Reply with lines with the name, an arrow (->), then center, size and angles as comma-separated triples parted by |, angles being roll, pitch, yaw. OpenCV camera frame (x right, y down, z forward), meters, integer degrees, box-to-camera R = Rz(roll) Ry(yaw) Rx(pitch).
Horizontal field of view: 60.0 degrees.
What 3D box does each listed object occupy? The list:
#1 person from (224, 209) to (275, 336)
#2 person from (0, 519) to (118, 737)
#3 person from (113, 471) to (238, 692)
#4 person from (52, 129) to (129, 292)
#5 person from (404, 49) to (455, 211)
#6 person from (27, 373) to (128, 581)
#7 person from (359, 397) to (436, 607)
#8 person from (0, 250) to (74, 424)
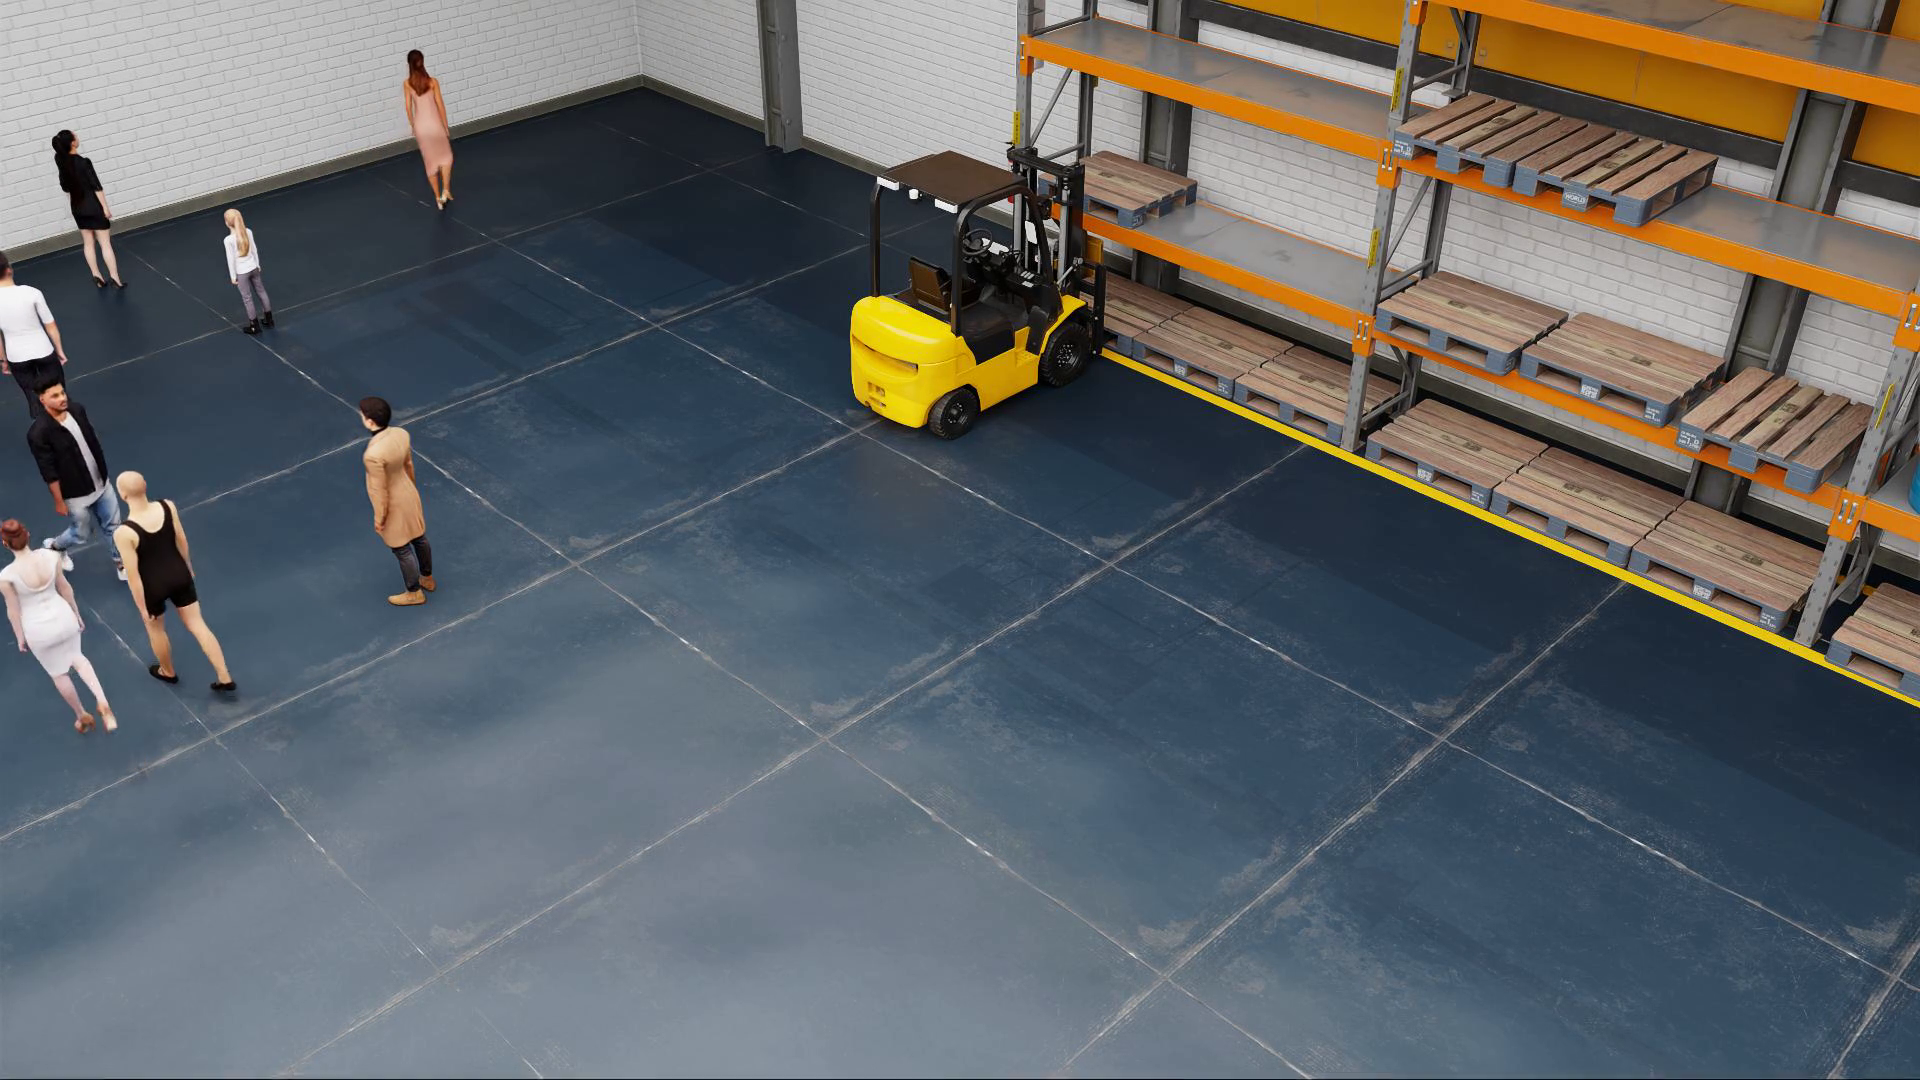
person -> -6.987, -2.640, 16.294 | 0.556, 1.279, 0.535 | 18, 38, 26
person -> -5.910, 0.641, 10.901 | 0.789, 1.784, 0.622 | 23, 40, 31
person -> -5.382, 0.323, 11.375 | 1.084, 1.790, 0.833 | 19, 38, 26
person -> -8.927, -3.377, 17.026 | 0.630, 1.696, 0.739 | 8, 34, 12
person -> -5.990, -4.580, 18.718 | 0.718, 1.826, 0.774 | -1, 34, -1
person -> -6.708, -0.450, 12.539 | 1.175, 1.789, 0.985 | 10, 35, 15
person -> -4.185, -0.297, 12.364 | 0.785, 1.727, 0.754 | 8, 34, 11
person -> -7.926, -1.586, 14.193 | 0.730, 1.849, 0.684 | -15, 36, -21
